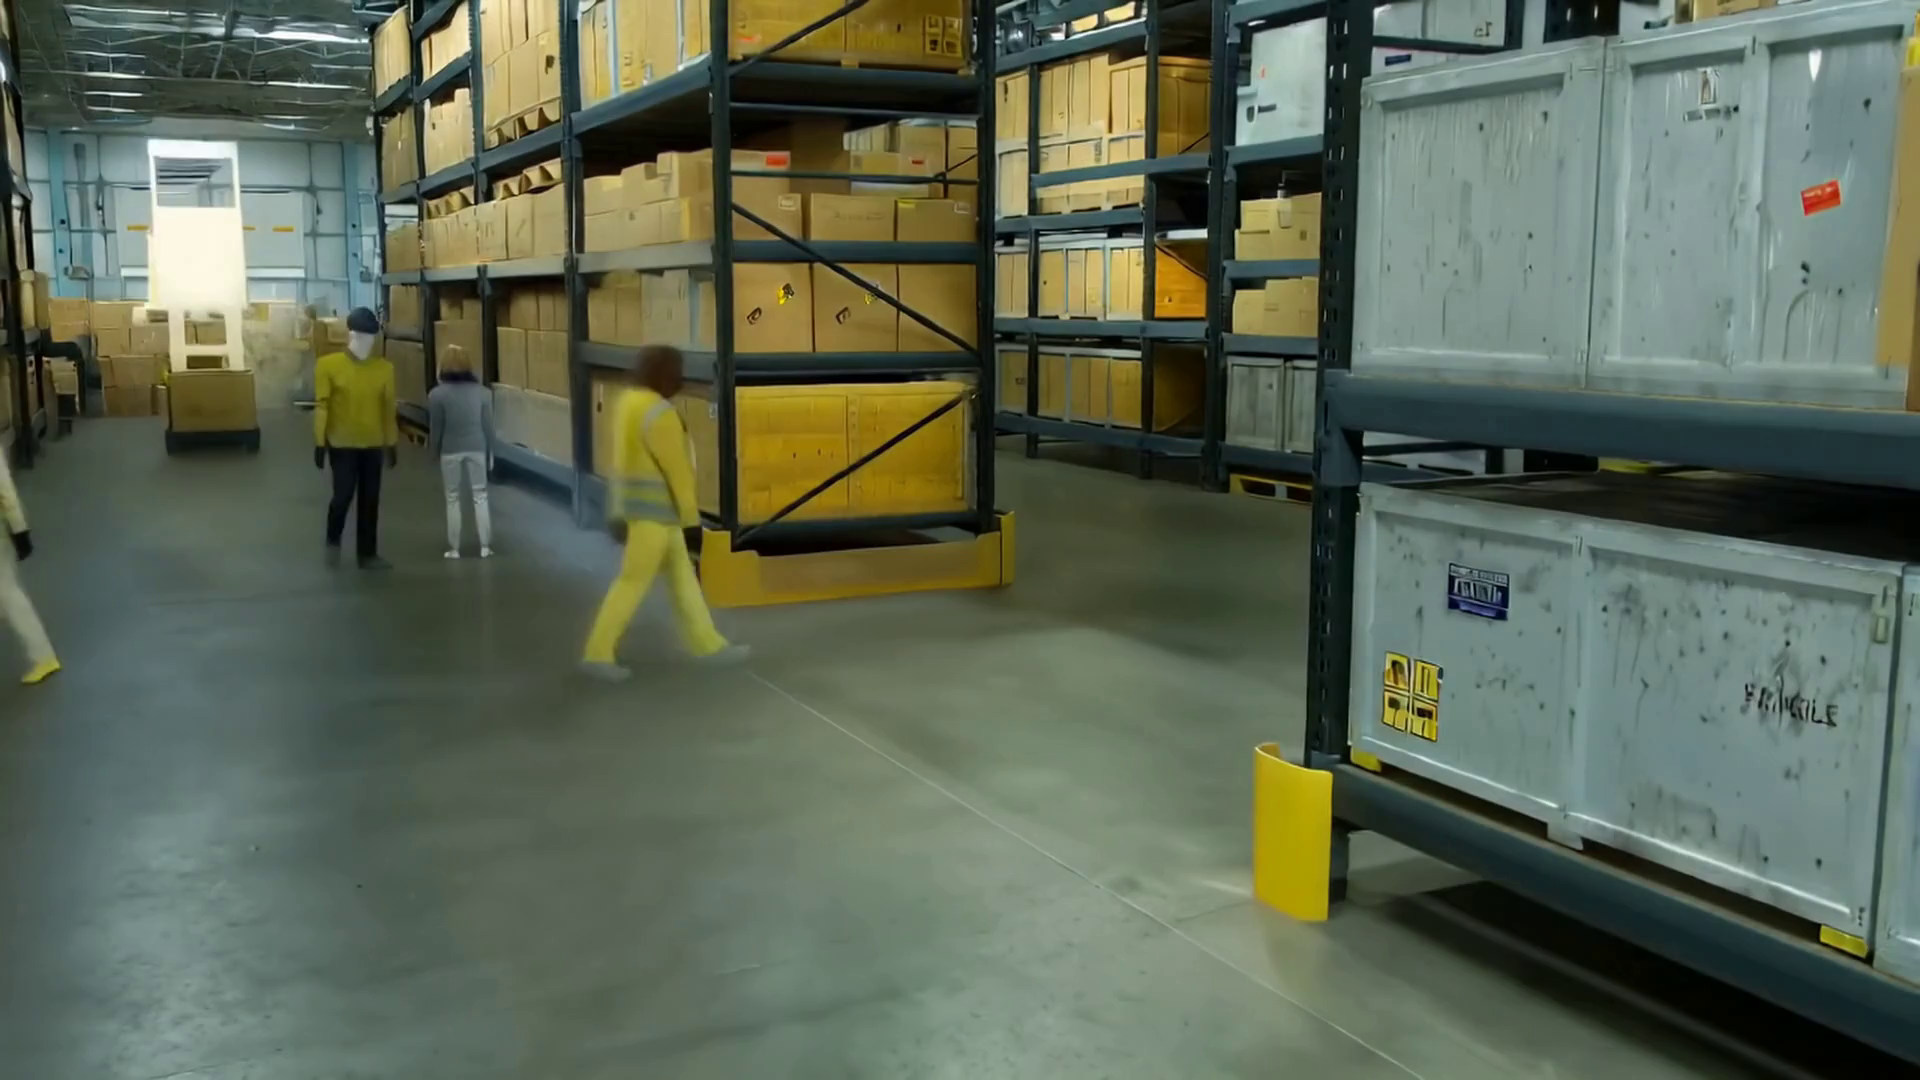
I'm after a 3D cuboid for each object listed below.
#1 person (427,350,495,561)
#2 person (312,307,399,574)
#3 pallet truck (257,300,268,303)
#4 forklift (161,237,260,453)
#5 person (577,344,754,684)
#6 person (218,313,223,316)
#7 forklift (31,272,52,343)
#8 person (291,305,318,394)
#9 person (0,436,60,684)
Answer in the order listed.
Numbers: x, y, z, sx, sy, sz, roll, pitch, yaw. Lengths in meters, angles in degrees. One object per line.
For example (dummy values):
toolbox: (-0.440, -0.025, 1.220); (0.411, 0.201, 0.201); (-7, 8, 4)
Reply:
person: (-3.849, -0.652, 12.864); (0.498, 1.633, 0.285); (-4, 9, -24)
person: (-4.491, -0.739, 12.329); (0.602, 1.972, 0.644); (8, 12, 44)
pallet truck: (-23.913, -7.404, 58.171); (1.885, 1.965, 0.823); (-1, 8, -9)
forklift: (-10.037, -2.619, 22.145); (1.129, 2.768, 1.873); (-4, 9, -26)
person: (-1.598, -0.139, 8.812); (1.000, 1.791, 0.637); (-4, 9, -24)
person: (-23.511, -6.467, 52.939); (0.306, 1.639, 0.522); (-5, 10, -30)
forklift: (-27.991, -6.737, 50.544); (1.873, 2.768, 1.129); (1, 8, 5)
person: (-13.808, -4.021, 35.202); (0.754, 1.900, 0.595); (-7, 11, -40)
person: (-5.040, -0.015, 8.560); (0.582, 1.593, 0.744); (5, 10, 33)
